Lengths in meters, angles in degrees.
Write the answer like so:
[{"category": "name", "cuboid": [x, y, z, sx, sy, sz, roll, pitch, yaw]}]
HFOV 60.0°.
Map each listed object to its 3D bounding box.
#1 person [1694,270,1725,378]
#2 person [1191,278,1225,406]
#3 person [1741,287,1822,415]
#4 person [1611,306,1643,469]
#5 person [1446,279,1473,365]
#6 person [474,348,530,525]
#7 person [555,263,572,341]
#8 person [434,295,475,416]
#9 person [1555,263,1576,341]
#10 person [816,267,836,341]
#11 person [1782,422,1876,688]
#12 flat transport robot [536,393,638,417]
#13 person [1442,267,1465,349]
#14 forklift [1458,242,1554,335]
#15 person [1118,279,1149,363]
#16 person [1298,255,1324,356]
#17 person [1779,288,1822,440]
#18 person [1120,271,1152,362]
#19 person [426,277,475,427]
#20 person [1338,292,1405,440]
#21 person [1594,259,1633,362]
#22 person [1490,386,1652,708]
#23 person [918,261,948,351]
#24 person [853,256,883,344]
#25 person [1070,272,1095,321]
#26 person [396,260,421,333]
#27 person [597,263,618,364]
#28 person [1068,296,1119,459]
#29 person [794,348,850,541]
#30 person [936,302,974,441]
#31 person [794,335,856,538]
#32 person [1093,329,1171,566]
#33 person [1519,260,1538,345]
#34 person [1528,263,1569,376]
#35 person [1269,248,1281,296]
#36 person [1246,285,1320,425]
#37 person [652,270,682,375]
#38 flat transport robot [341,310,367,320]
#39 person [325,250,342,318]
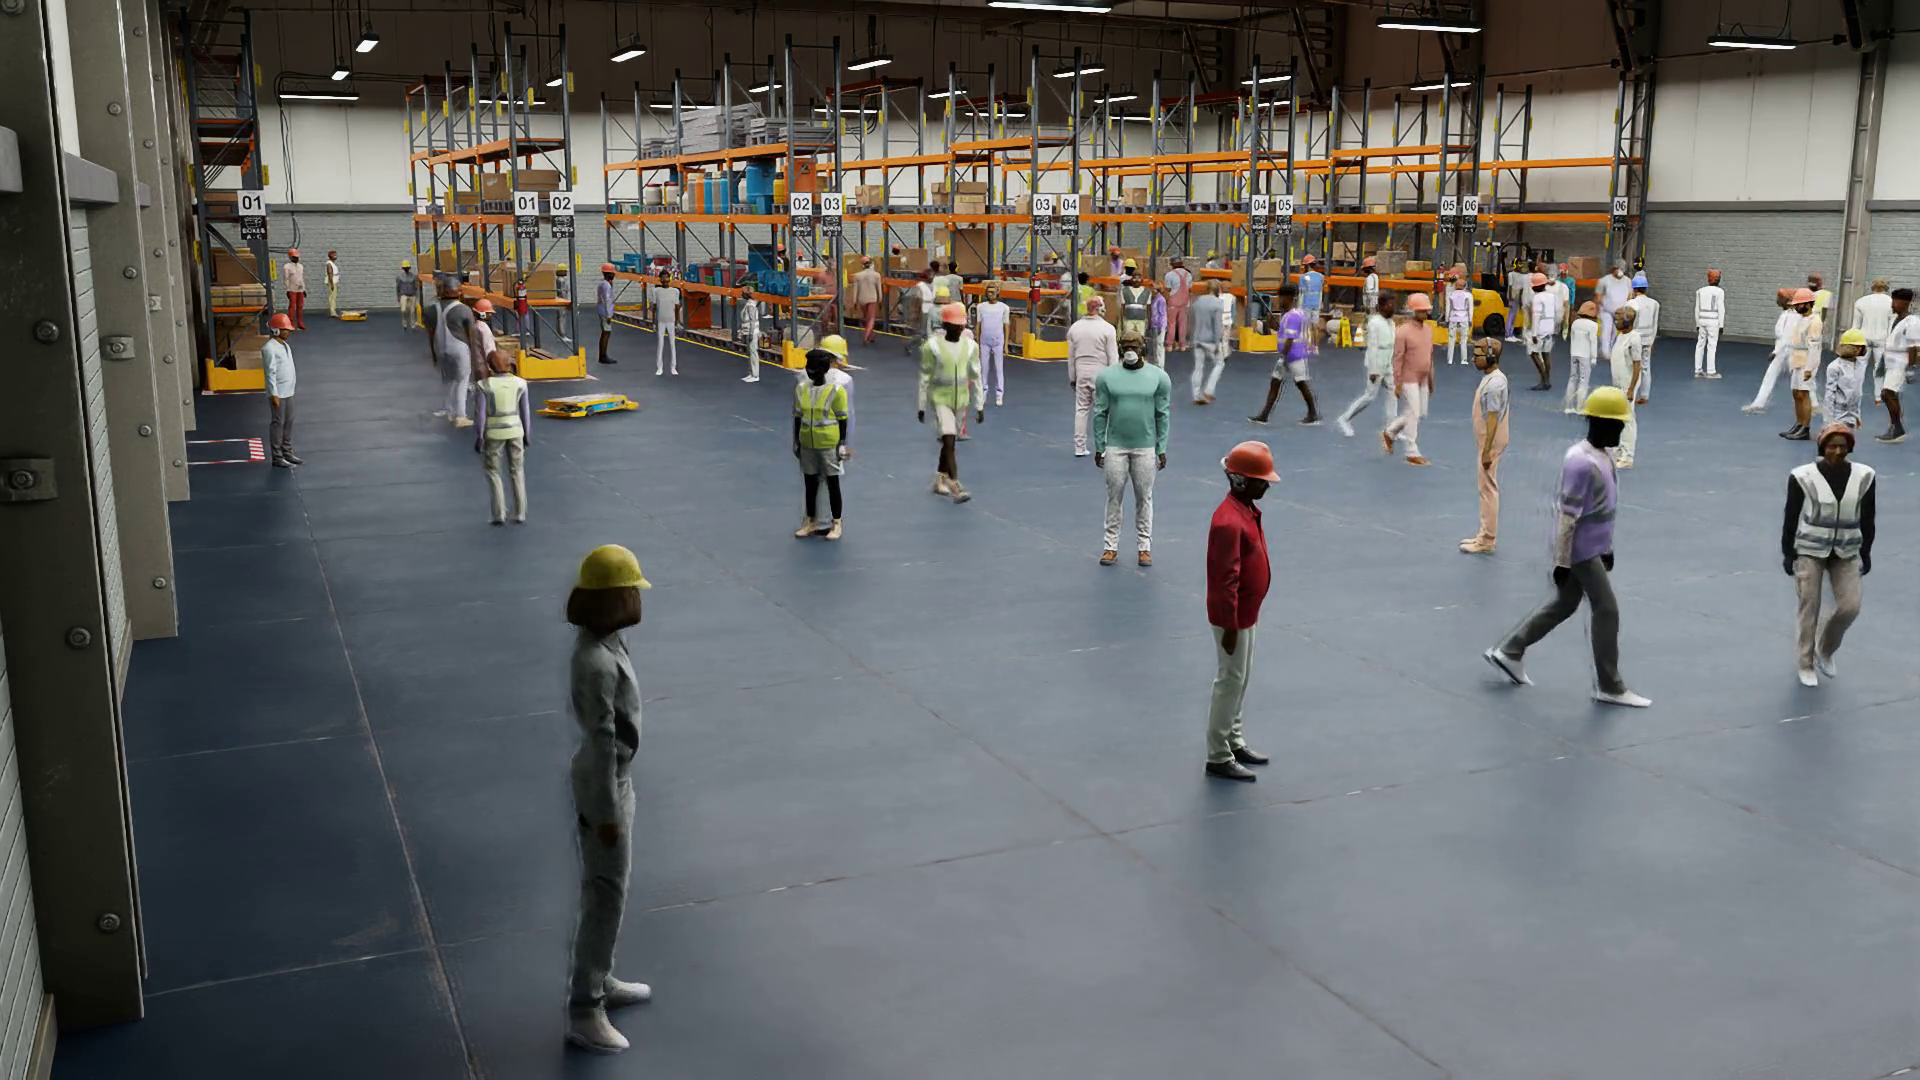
[{"category": "person", "cuboid": [13.123, -3.770, 29.097, 0.356, 1.883, 0.573, -5, 12, -24]}, {"category": "person", "cuboid": [3.685, -2.943, 24.804, 0.485, 1.913, 0.640, -8, 14, -37]}, {"category": "person", "cuboid": [11.845, -2.684, 23.752, 1.045, 1.834, 0.575, 1, 11, 6]}, {"category": "person", "cuboid": [7.486, -1.715, 18.759, 0.347, 1.840, 0.505, 0, 11, -1]}, {"category": "person", "cuboid": [9.492, -4.147, 31.636, 0.511, 1.638, 0.307, 5, 12, 24]}, {"category": "person", "cuboid": [-4.224, -0.949, 15.393, 0.531, 1.639, 0.309, -8, 14, -37]}, {"category": "person", "cuboid": [-8.950, -5.353, 37.491, 0.312, 1.744, 0.487, -5, 12, -23]}, {"category": "person", "cuboid": [-7.212, -2.632, 23.688, 0.574, 1.727, 0.498, -2, 11, -10]}, {"category": "person", "cuboid": [13.571, -5.366, 37.534, 0.572, 1.749, 0.341, 6, 12, 26]}, {"category": "person", "cuboid": [-2.940, -5.308, 37.359, 0.575, 1.696, 0.923, 3, 12, 15]}, {"category": "person", "cuboid": [5.260, 0.097, 10.082, 0.530, 1.623, 0.374, 2, 11, 10]}, {"category": "flat transport robot", "cuboid": [-5.367, -1.955, 23.978, 0.652, 0.197, 1.431, 6, 13, 28]}, {"category": "person", "cuboid": [10.549, -4.934, 35.407, 0.586, 1.732, 0.564, -5, 12, -22]}, {"category": "forklift", "cuboid": [13.047, -6.049, 39.881, 2.313, 2.155, 1.214, -5, 12, -23]}, {"category": "person", "cuboid": [3.205, -4.013, 30.891, 0.748, 1.674, 0.545, -11, 15, -43]}, {"category": "person", "cuboid": [7.049, -4.738, 33.631, 0.608, 2.035, 0.408, -6, 13, -29]}, {"category": "person", "cuboid": [10.722, -2.235, 21.200, 0.388, 1.924, 0.549, 1, 11, 5]}, {"category": "person", "cuboid": [3.193, -3.969, 30.228, 0.564, 1.841, 0.392, 0, 11, 1]}, {"category": "person", "cuboid": [-6.794, -2.561, 22.549, 0.692, 2.000, 0.612, 6, 12, 26]}, {"category": "person", "cuboid": [5.319, -2.224, 21.239, 0.911, 1.888, 0.603, 9, 15, 40]}, {"category": "person", "cuboid": [12.714, -4.479, 32.293, 0.687, 2.000, 0.996, -1, 11, -3]}, {"category": "person", "cuboid": [3.641, 0.015, 9.856, 0.935, 1.885, 0.634, 7, 13, 32]}, {"category": "person", "cuboid": [-0.574, -4.779, 34.194, 0.629, 1.885, 0.890, -5, 12, -25]}, {"category": "person", "cuboid": [-2.021, -5.214, 36.315, 0.653, 1.941, 0.887, 2, 11, 10]}, {"category": "person", "cuboid": [2.578, -4.741, 34.557, 0.533, 1.670, 0.788, -7, 13, -31]}, {"category": "person", "cuboid": [-13.296, -5.872, 40.124, 0.541, 1.744, 0.636, -4, 12, -21]}, {"category": "person", "cuboid": [-6.755, -4.350, 31.958, 0.418, 1.924, 0.558, -4, 12, -20]}, {"category": "person", "cuboid": [1.590, -1.915, 19.611, 0.651, 1.904, 0.402, 8, 13, 34]}, {"category": "person", "cuboid": [-1.234, -0.839, 14.665, 0.540, 1.698, 0.317, 5, 12, 24]}, {"category": "person", "cuboid": [-0.057, -2.138, 21.145, 0.538, 1.755, 0.378, 5, 12, 22]}, {"category": "person", "cuboid": [-1.188, -0.919, 14.842, 0.613, 1.795, 0.539, 7, 13, 33]}, {"category": "person", "cuboid": [1.398, -0.751, 13.609, 0.630, 1.940, 0.370, 2, 11, 9]}, {"category": "person", "cuboid": [12.408, -5.149, 36.190, 0.531, 1.854, 0.373, 9, 14, 39]}, {"category": "person", "cuboid": [10.545, -3.992, 29.819, 0.673, 2.000, 1.021, 0, 11, 2]}, {"category": "person", "cuboid": [9.154, -7.637, 48.792, 0.535, 1.864, 0.309, 4, 12, 22]}, {"category": "person", "cuboid": [4.448, -2.491, 22.528, 1.004, 1.908, 0.618, -1, 11, -5]}, {"category": "person", "cuboid": [-5.227, -3.868, 29.619, 0.518, 1.873, 0.328, -2, 11, -11]}, {"category": "flat transport robot", "cuboid": [-16.395, -6.088, 44.983, 0.652, 0.197, 1.431, -4, 12, -19]}, {"category": "person", "cuboid": [-17.273, -7.035, 45.776, 0.388, 1.847, 0.563, -2, 11, -11]}]
